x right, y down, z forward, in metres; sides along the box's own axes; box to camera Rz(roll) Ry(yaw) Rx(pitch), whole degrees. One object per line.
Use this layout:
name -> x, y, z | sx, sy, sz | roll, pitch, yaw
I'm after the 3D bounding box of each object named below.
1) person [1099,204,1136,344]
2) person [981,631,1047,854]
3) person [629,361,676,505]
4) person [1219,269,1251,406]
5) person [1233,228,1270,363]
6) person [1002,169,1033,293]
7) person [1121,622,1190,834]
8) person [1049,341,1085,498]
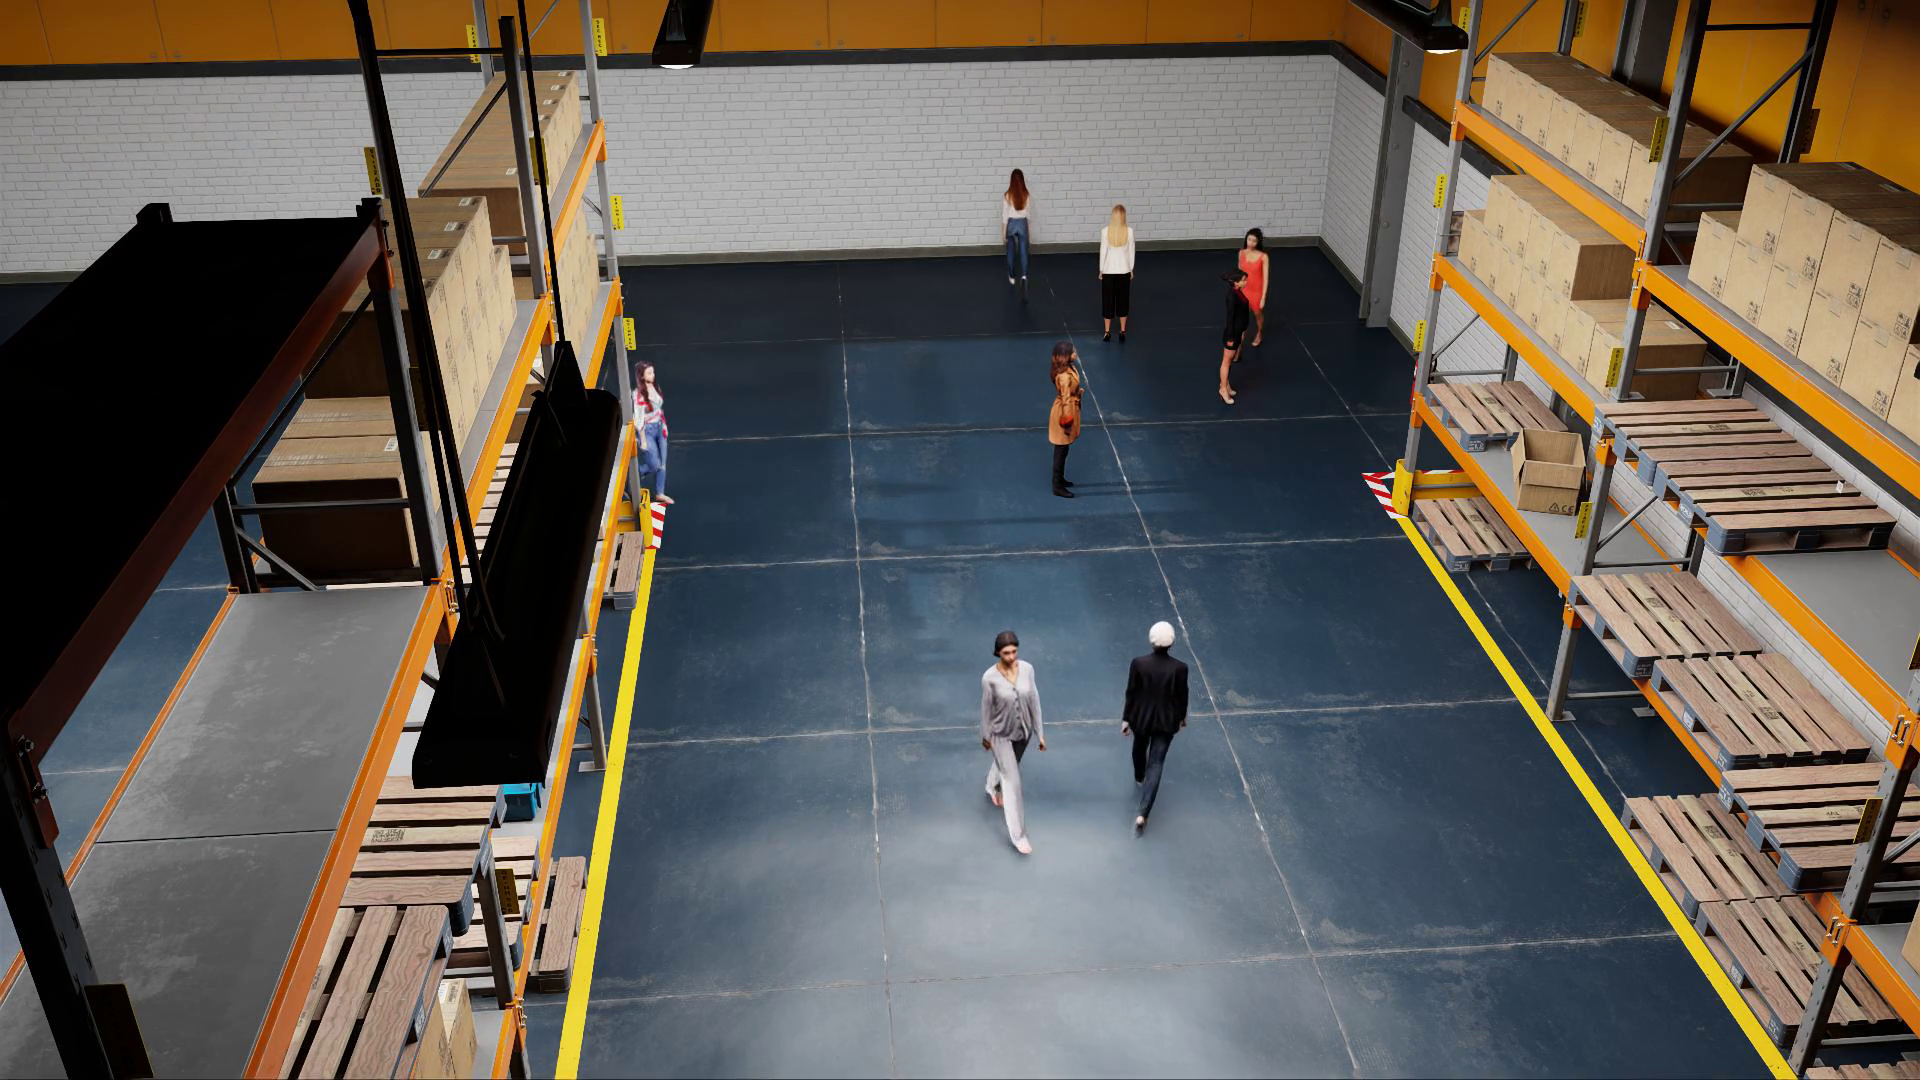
person -> 2.019, -3.429, 21.450 | 0.609, 1.859, 0.516 | -1, 29, -2
person -> 0.350, 1.430, 12.676 | 0.874, 1.731, 1.179 | -13, 31, -23
person -> -3.312, -1.130, 17.499 | 0.859, 1.608, 0.821 | 14, 32, 24
person -> 3.257, -2.445, 19.876 | 0.729, 1.639, 0.662 | 9, 30, 15
person -> 3.733, -3.140, 21.117 | 1.017, 1.670, 1.247 | 14, 32, 24
person -> 0.817, -4.307, 23.216 | 0.577, 1.709, 1.011 | -3, 29, -5
person -> 1.449, 1.465, 12.893 | 1.012, 1.750, 1.206 | 9, 30, 16
person -> 1.110, -1.299, 17.692 | 0.776, 1.719, 0.574 | 2, 29, 3
